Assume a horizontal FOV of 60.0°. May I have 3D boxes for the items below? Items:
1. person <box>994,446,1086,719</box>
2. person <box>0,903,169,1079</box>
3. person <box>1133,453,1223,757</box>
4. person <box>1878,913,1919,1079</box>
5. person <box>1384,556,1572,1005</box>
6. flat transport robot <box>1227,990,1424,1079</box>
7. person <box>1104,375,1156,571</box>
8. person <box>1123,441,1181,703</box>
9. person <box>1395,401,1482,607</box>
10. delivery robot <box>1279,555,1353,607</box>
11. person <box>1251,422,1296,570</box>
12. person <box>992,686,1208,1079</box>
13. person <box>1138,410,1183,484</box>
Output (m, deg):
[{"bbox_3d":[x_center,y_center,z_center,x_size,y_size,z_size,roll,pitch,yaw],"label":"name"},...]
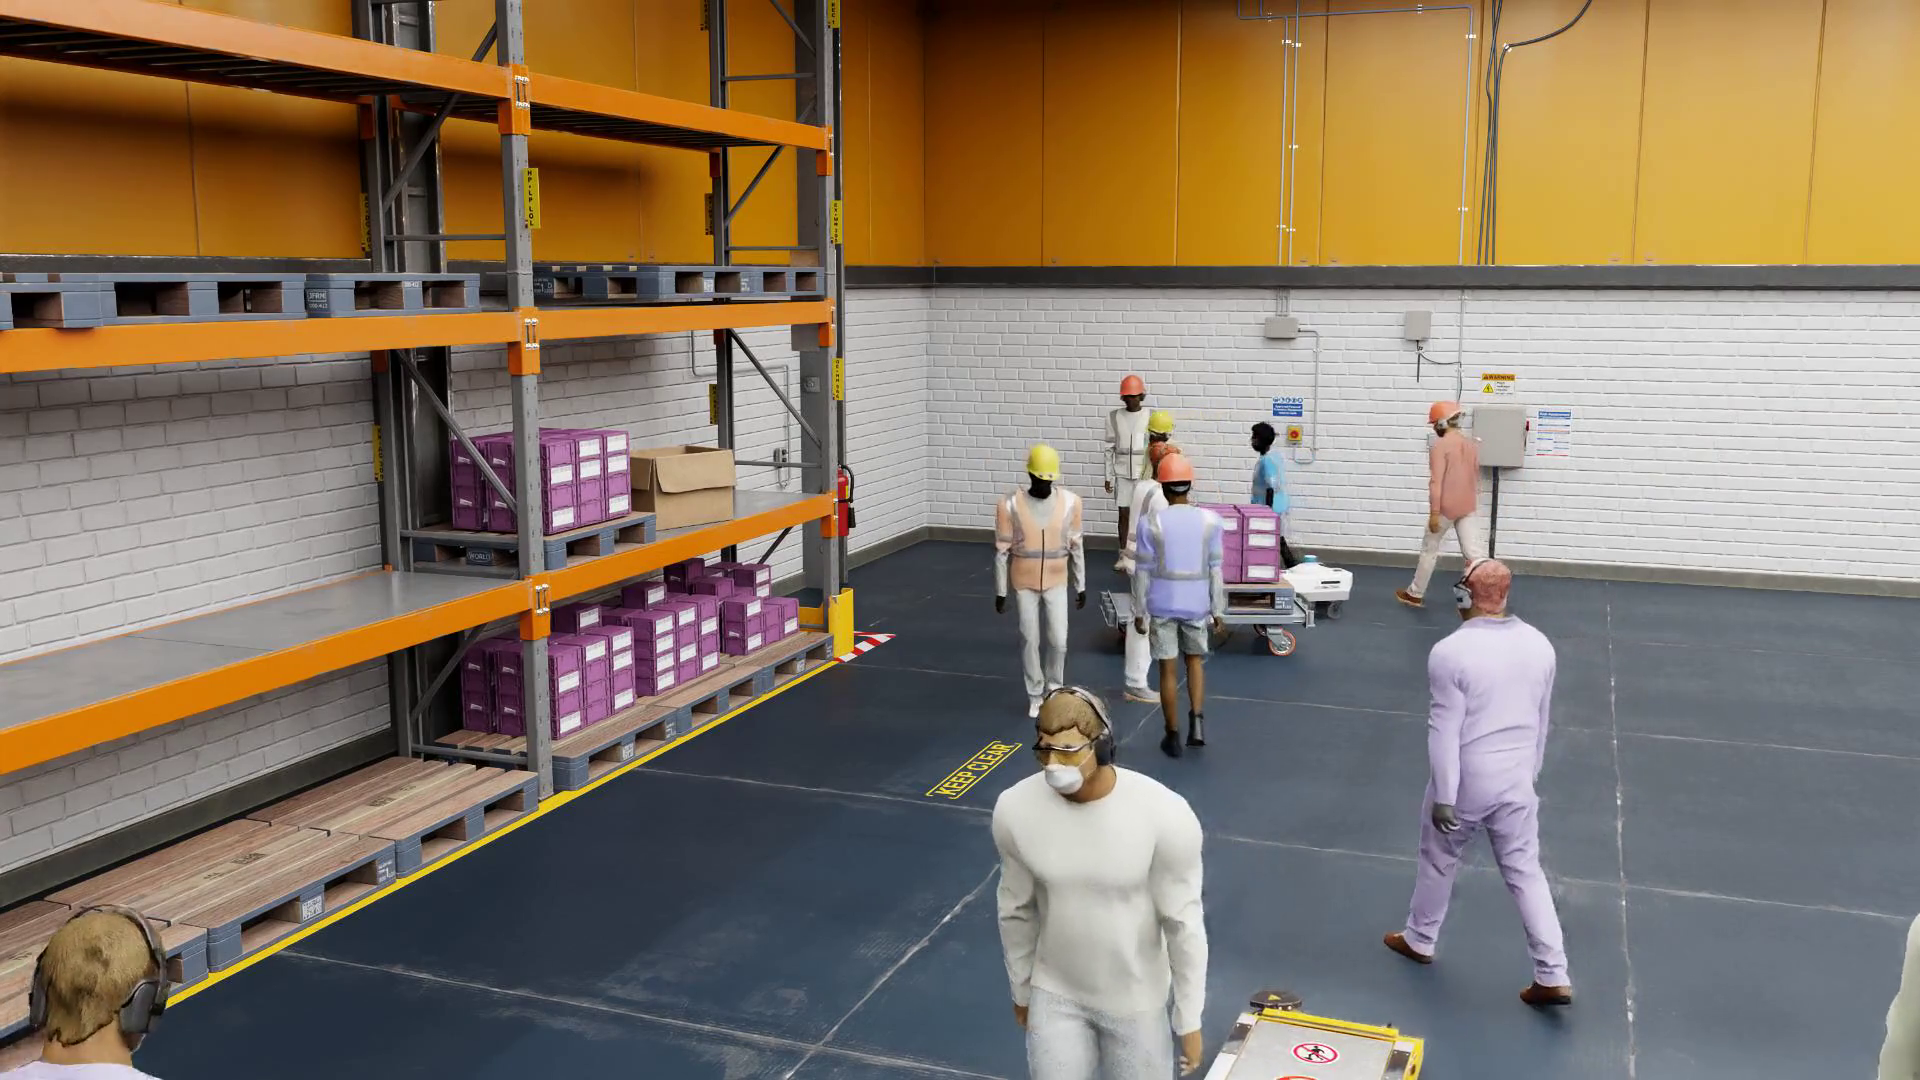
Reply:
[{"bbox_3d":[0.544,0.296,11.282,0.632,1.893,0.510,-1,9,-4],"label":"person"},{"bbox_3d":[-1.564,1.616,3.029,0.663,1.895,0.490,1,9,5],"label":"person"},{"bbox_3d":[1.365,0.412,10.492,0.559,1.920,0.387,-1,9,-5],"label":"person"},{"bbox_3d":[2.470,1.460,3.864,0.626,1.944,1.029,6,11,32],"label":"person"},{"bbox_3d":[2.249,1.001,7.020,0.660,1.862,0.988,-4,10,-22],"label":"person"},{"bbox_3d":[1.200,1.980,5.825,0.652,0.197,1.431,4,10,22],"label":"flat transport robot"},{"bbox_3d":[1.767,-0.673,16.992,0.609,2.033,0.410,3,9,16],"label":"person"},{"bbox_3d":[1.355,0.223,11.867,0.370,1.872,0.675,-2,9,-9],"label":"person"},{"bbox_3d":[4.398,-0.286,14.906,0.631,1.919,1.062,-5,10,-30],"label":"person"},{"bbox_3d":[3.093,0.379,14.692,0.707,0.478,0.477,-2,9,-11],"label":"delivery robot"},{"bbox_3d":[2.923,-0.277,15.622,0.707,1.661,0.624,3,10,18],"label":"person"},{"bbox_3d":[0.437,1.316,4.908,0.650,1.909,0.684,4,10,23],"label":"person"},{"bbox_3d":[1.858,-0.335,15.588,0.432,1.795,0.619,-3,10,-19],"label":"person"}]
